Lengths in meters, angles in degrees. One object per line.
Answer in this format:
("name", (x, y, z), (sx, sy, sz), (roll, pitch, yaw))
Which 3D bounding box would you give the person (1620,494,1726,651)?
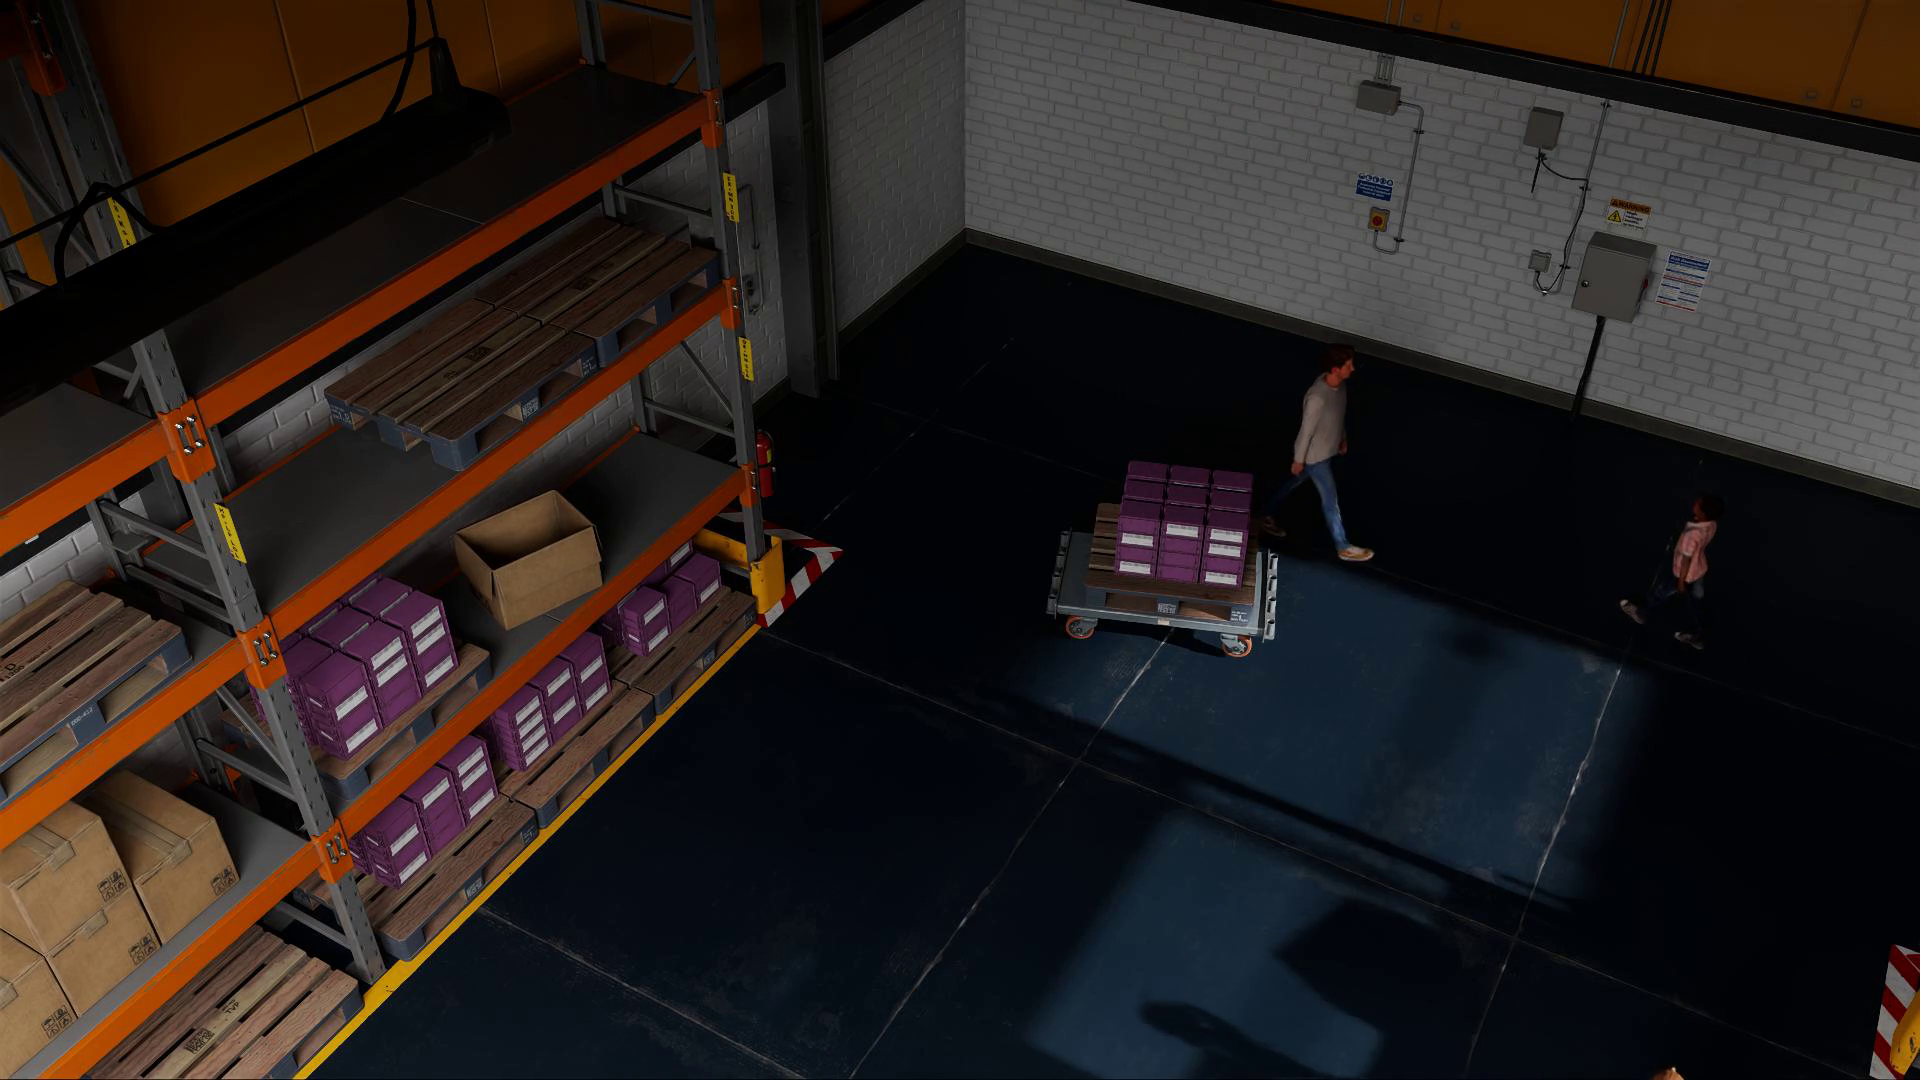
("person", (5.283, 0.247, 11.929), (0.885, 1.277, 0.790), (-23, 44, -26))

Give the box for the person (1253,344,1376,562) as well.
("person", (2.616, -0.685, 12.638), (0.758, 1.848, 1.178), (17, 42, 21))
